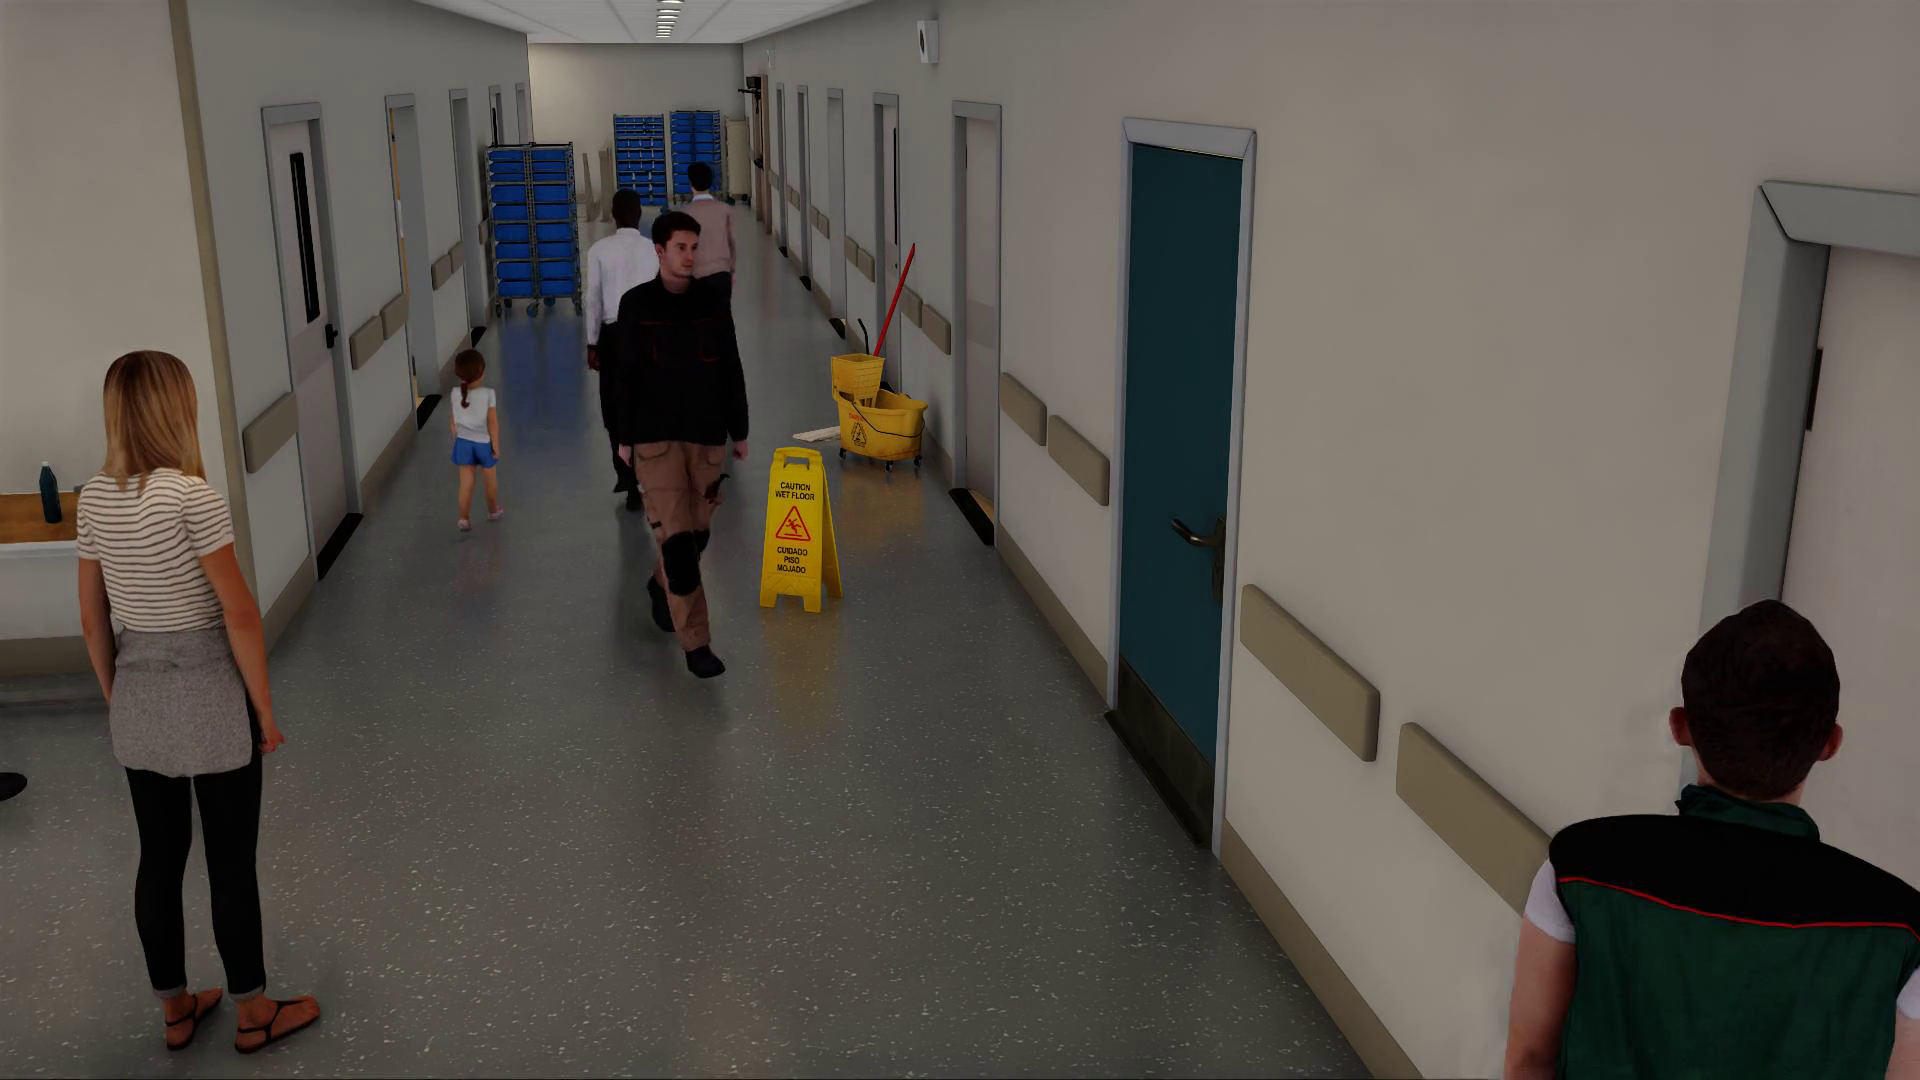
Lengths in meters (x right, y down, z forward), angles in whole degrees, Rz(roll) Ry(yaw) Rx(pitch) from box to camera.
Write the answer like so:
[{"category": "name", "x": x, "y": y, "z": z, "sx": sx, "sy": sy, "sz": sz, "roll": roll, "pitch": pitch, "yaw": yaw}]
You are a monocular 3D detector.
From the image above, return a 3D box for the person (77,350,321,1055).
[{"category": "person", "x": -1.961, "y": 0.432, "z": 4.191, "sx": 0.678, "sy": 1.825, "sz": 0.646, "roll": 3, "pitch": 16, "yaw": 10}]

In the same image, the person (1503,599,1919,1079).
[{"category": "person", "x": 0.948, "y": 1.022, "z": 2.243, "sx": 1.024, "sy": 1.743, "sz": 1.153, "roll": 8, "pitch": 17, "yaw": 25}]

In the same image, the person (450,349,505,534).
[{"category": "person", "x": -2.677, "y": -0.524, "z": 9.103, "sx": 0.508, "sy": 1.000, "sz": 0.768, "roll": 0, "pitch": 16, "yaw": 1}]

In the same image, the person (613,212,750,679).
[{"category": "person", "x": -1.208, "y": -0.416, "z": 7.083, "sx": 0.969, "sy": 1.888, "sz": 1.328, "roll": -9, "pitch": 18, "yaw": -28}]

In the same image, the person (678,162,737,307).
[{"category": "person", "x": -1.914, "y": -1.968, "z": 12.829, "sx": 0.745, "sy": 1.757, "sz": 1.198, "roll": -5, "pitch": 17, "yaw": -17}]

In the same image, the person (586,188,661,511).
[{"category": "person", "x": -1.882, "y": -1.062, "z": 9.502, "sx": 0.650, "sy": 1.819, "sz": 0.668, "roll": -3, "pitch": 16, "yaw": -10}]
